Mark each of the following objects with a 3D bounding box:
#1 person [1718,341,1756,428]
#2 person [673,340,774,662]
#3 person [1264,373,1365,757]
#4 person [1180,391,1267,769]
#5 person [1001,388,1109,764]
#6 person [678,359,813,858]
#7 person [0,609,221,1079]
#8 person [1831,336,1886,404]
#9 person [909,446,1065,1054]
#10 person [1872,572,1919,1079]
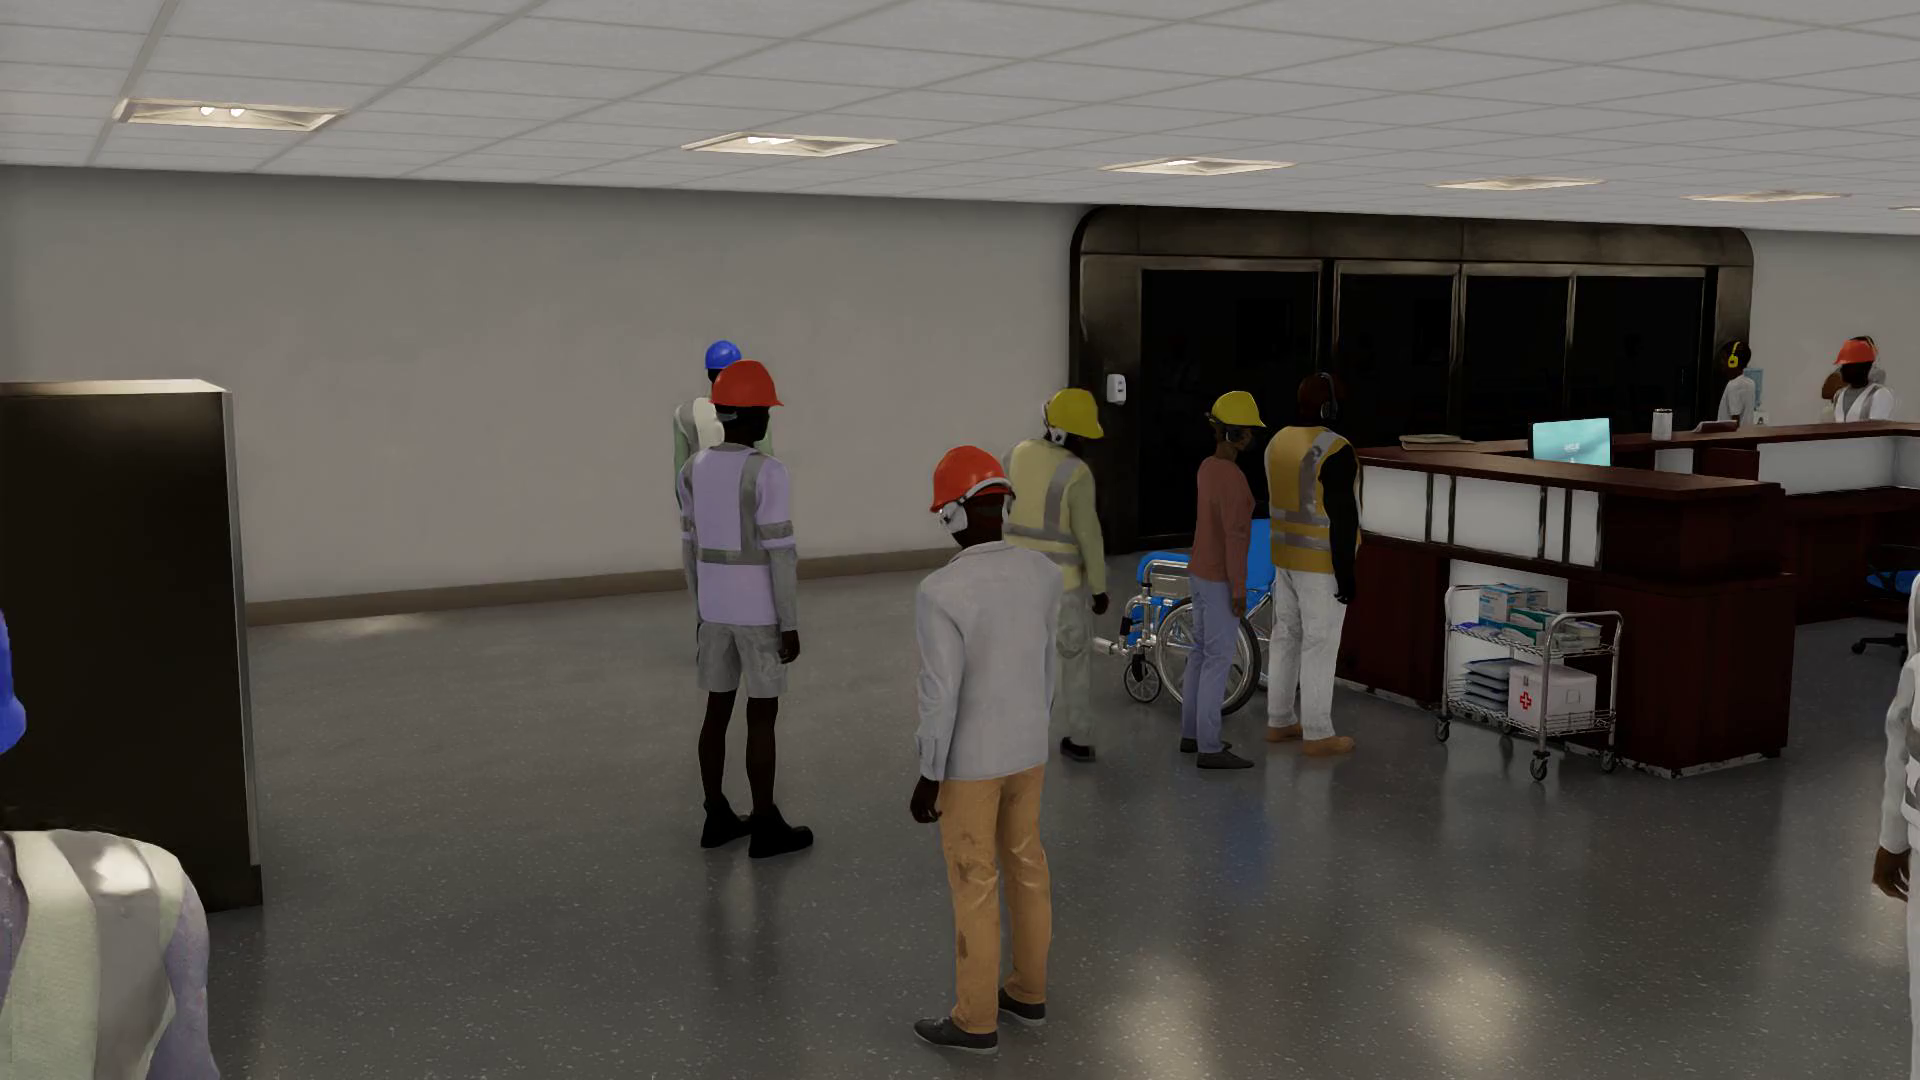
[{"bbox_3d":[6.501,-0.738,14.025,0.327,1.874,0.520,6,10,38],"label":"person"},{"bbox_3d":[-1.397,-0.209,9.924,0.605,1.948,0.385,0,8,1],"label":"person"},{"bbox_3d":[1.707,0.117,8.007,0.430,1.836,0.618,-3,8,-20],"label":"person"},{"bbox_3d":[1.246,0.183,7.790,0.349,1.758,0.522,-1,8,-8],"label":"person"},{"bbox_3d":[0.414,0.165,7.837,0.620,1.776,0.413,7,11,43],"label":"person"},{"bbox_3d":[-0.837,0.268,6.505,0.545,1.938,0.361,5,10,34],"label":"person"},{"bbox_3d":[-0.960,0.958,1.601,0.647,1.902,0.975,-7,11,-42],"label":"person"},{"bbox_3d":[9.299,-1.179,17.254,0.512,1.866,0.330,6,10,37],"label":"person"},{"bbox_3d":[0.053,0.598,4.815,0.347,1.741,0.564,7,11,43],"label":"person"},{"bbox_3d":[2.242,0.695,3.611,0.339,1.882,0.581,-2,8,-15],"label":"person"}]
